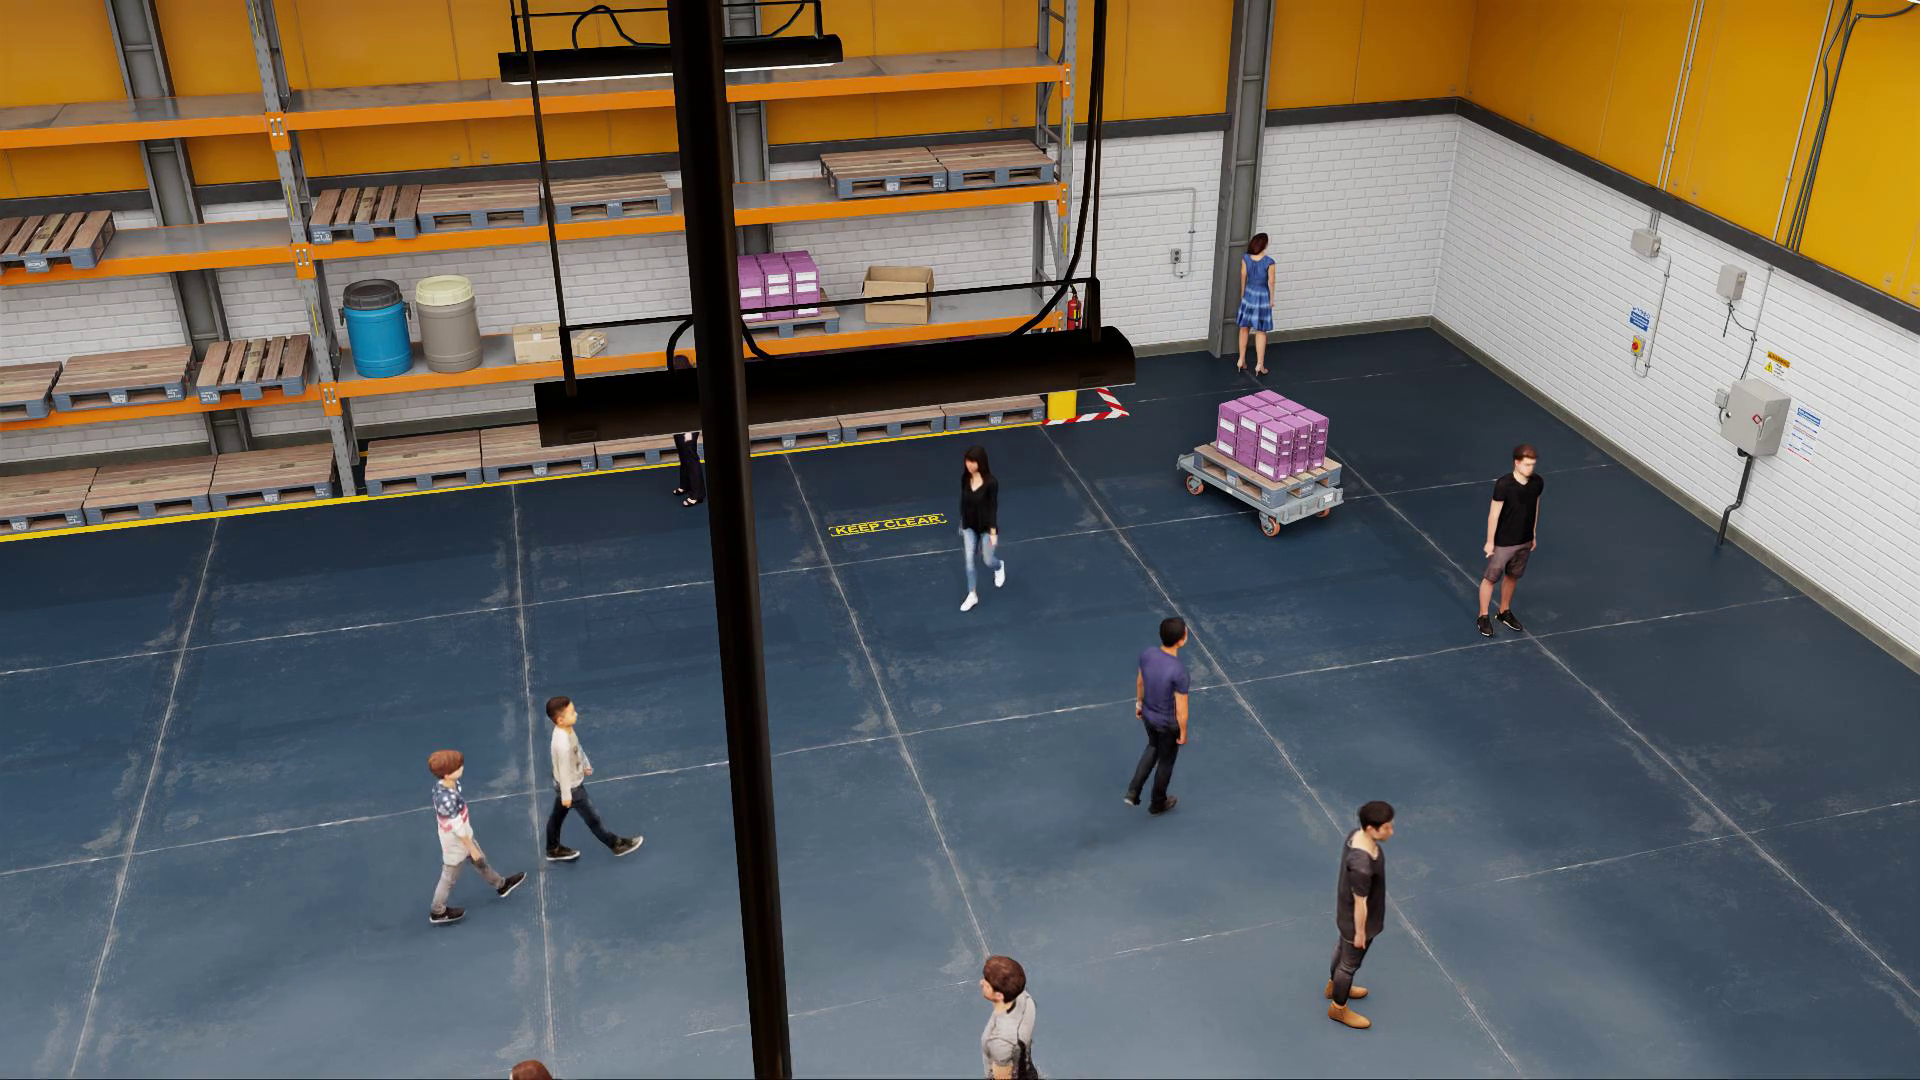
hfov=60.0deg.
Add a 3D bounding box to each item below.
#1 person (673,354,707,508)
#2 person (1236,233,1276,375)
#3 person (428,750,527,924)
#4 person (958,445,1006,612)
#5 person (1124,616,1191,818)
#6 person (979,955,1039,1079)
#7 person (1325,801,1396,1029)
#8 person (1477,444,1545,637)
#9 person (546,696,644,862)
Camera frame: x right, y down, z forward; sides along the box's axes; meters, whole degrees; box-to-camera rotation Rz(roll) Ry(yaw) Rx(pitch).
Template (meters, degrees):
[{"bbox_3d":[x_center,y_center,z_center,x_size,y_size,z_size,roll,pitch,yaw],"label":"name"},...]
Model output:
[{"bbox_3d":[-2.884,-1.164,17.390,0.572,1.660,0.618,-13,31,-23],"label":"person"},{"bbox_3d":[3.644,-2.902,20.424,0.756,1.806,0.783,21,35,33],"label":"person"},{"bbox_3d":[-3.608,2.104,11.670,0.965,1.401,0.628,-12,31,-21],"label":"person"},{"bbox_3d":[0.217,-0.154,15.564,0.906,1.636,0.950,14,32,24],"label":"person"},{"bbox_3d":[1.464,1.386,12.596,0.865,1.775,0.806,-23,36,-36],"label":"person"},{"bbox_3d":[0.354,3.101,9.342,0.832,1.880,0.793,11,30,19],"label":"person"},{"bbox_3d":[2.583,2.395,10.812,0.683,1.713,0.700,5,29,9],"label":"person"},{"bbox_3d":[5.008,-0.033,15.107,0.504,1.862,0.742,-8,30,-15],"label":"person"},{"bbox_3d":[-2.944,1.792,12.205,0.935,1.436,0.576,-6,29,-12],"label":"person"}]
